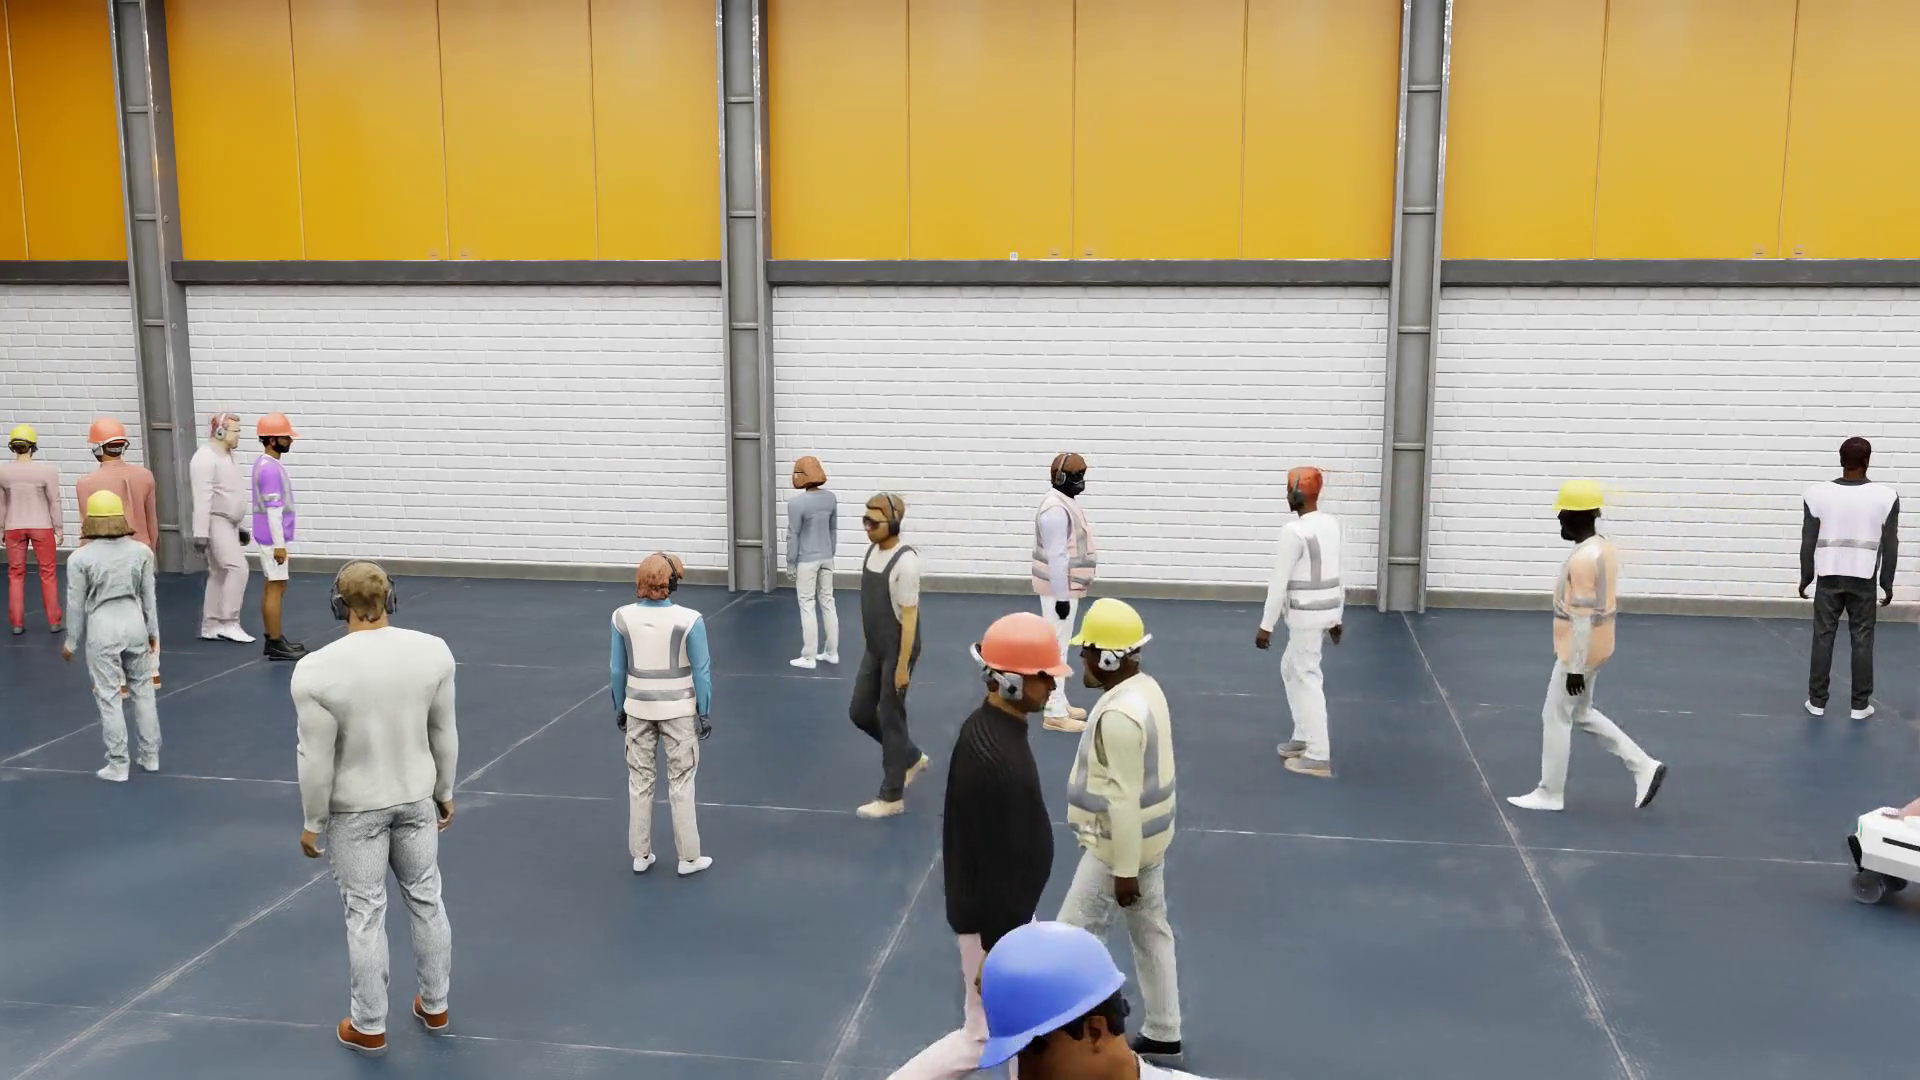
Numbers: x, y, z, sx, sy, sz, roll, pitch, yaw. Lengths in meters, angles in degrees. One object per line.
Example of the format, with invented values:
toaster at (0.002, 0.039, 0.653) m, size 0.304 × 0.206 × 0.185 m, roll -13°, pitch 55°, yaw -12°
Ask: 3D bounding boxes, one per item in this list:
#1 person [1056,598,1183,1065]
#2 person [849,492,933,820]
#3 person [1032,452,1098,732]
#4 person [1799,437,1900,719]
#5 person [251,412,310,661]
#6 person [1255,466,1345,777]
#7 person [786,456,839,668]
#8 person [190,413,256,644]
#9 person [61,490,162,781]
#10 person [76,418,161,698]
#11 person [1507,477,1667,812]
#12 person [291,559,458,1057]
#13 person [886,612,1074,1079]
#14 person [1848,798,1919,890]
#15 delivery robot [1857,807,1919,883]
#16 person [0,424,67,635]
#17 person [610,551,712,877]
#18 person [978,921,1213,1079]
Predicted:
person at (0.506, 1.114, 6.334) m, size 0.790 × 1.801 × 0.626 m, roll 3°, pitch 10°, yaw 18°
person at (-0.375, 0.633, 9.225) m, size 0.438 × 1.832 × 0.525 m, roll -6°, pitch 11°, yaw -31°
person at (0.695, 0.336, 11.054) m, size 0.430 × 1.840 × 0.623 m, roll 1°, pitch 9°, yaw 8°
person at (6.014, 0.260, 11.287) m, size 0.587 × 1.914 × 0.390 m, roll 5°, pitch 11°, yaw 29°
person at (-5.323, -0.030, 12.996) m, size 0.377 × 1.938 × 0.547 m, roll -5°, pitch 10°, yaw -26°
person at (2.042, 0.486, 10.059) m, size 0.619 × 1.863 × 0.598 m, roll 7°, pitch 12°, yaw 38°
person at (-1.131, 0.170, 12.732) m, size 0.272 × 1.628 × 0.498 m, roll 8°, pitch 12°, yaw 40°
person at (-5.954, -0.094, 13.563) m, size 0.642 × 1.876 × 0.664 m, roll -1°, pitch 9°, yaw -7°
person at (-5.047, 0.569, 9.911) m, size 0.314 × 1.743 × 0.497 m, roll 7°, pitch 12°, yaw 37°
person at (-5.997, 0.126, 11.855) m, size 0.381 × 1.994 × 0.622 m, roll 4°, pitch 10°, yaw 23°
person at (3.501, 0.605, 9.200) m, size 0.734 × 1.907 × 0.593 m, roll 5°, pitch 11°, yaw 30°
person at (-2.252, 1.033, 6.458) m, size 0.627 × 1.934 × 0.371 m, roll -8°, pitch 12°, yaw -39°
person at (0.040, 1.193, 5.411) m, size 0.862 × 1.961 × 0.623 m, roll 0°, pitch 9°, yaw 0°
person at (4.662, 0.851, 7.731) m, size 0.741 × 1.884 × 0.650 m, roll 3°, pitch 10°, yaw 19°
delivery robot at (4.621, 1.456, 7.798) m, size 0.477 × 0.478 × 0.707 m, roll -7°, pitch 11°, yaw -37°
person at (-7.772, -0.086, 13.908) m, size 0.521 × 1.758 × 0.349 m, roll -2°, pitch 9°, yaw -12°
person at (-1.492, 0.876, 8.333) m, size 0.522 × 1.638 × 0.310 m, roll 2°, pitch 9°, yaw 12°
person at (0.312, 1.610, 3.045) m, size 0.662 × 1.904 × 0.405 m, roll 2°, pitch 9°, yaw 13°
